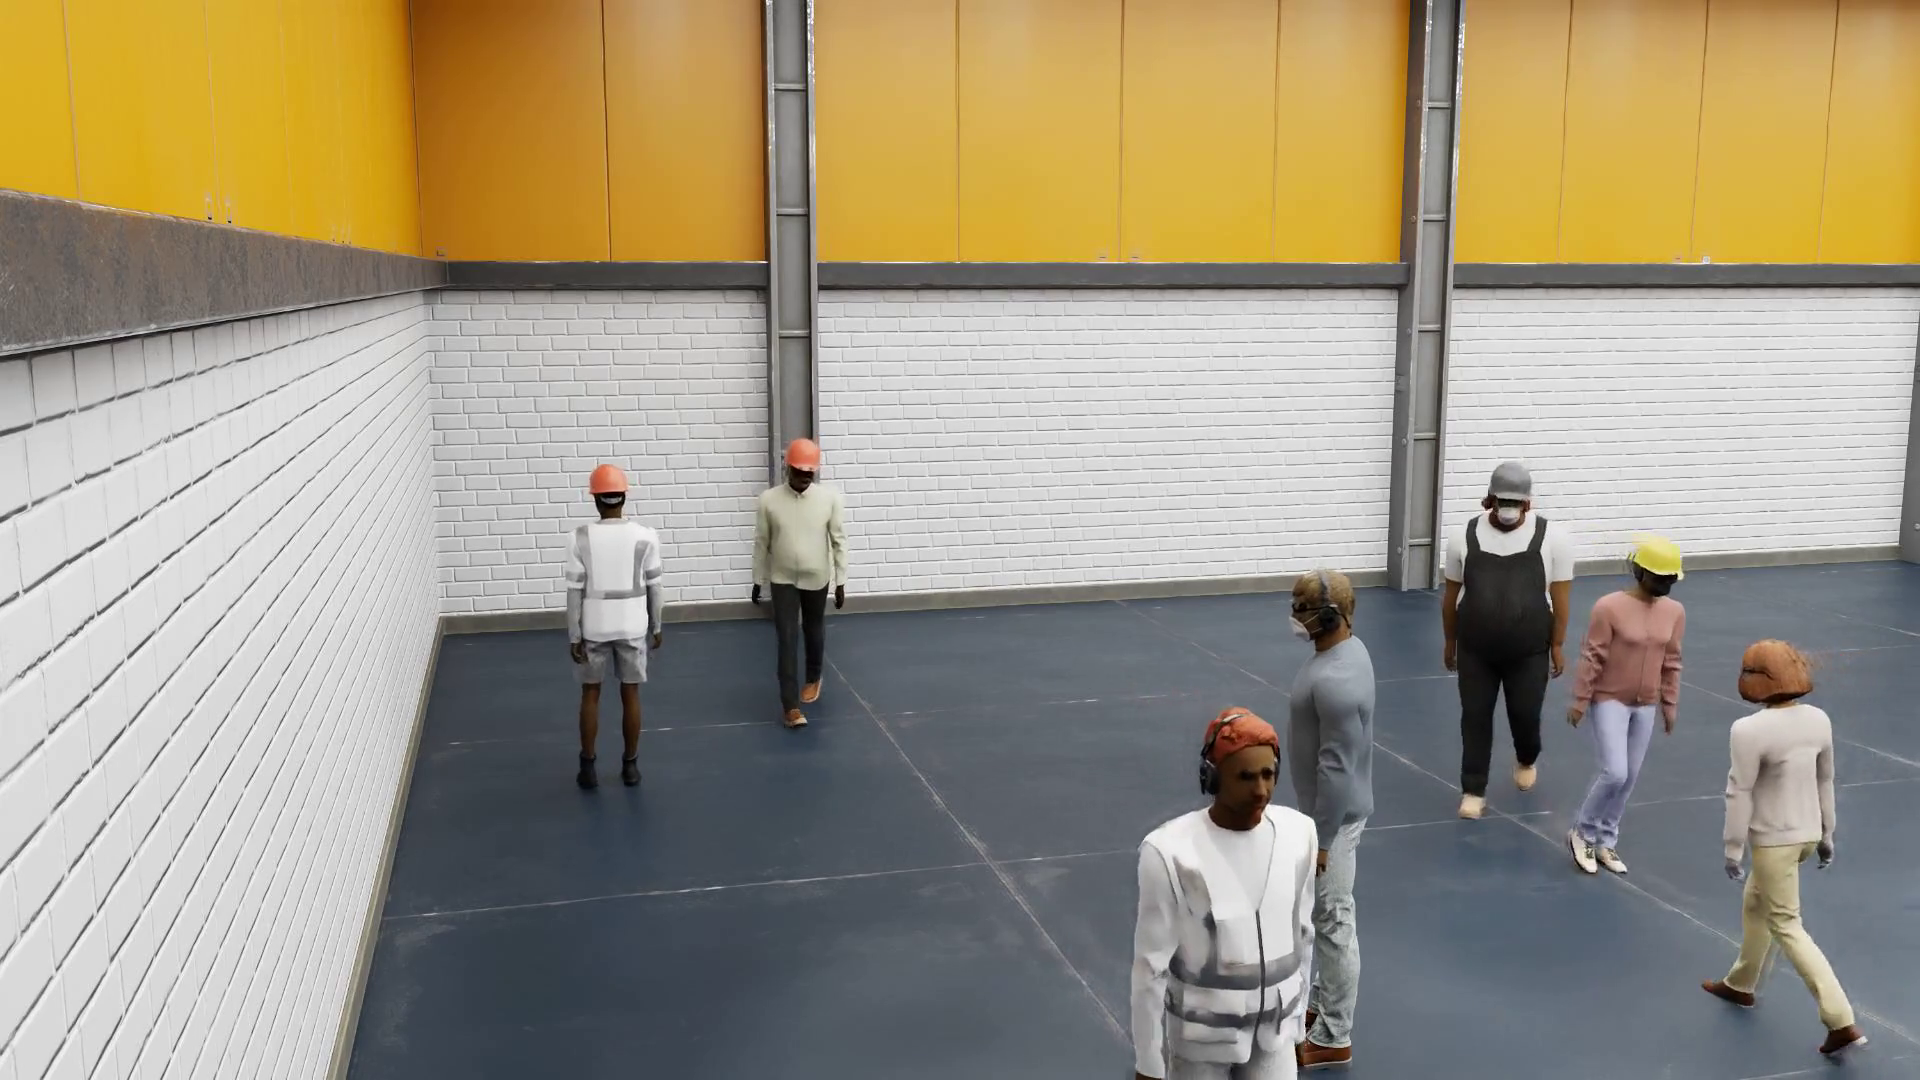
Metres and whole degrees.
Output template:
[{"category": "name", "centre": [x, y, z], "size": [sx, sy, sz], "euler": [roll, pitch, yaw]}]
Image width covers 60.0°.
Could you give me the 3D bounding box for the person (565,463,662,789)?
[{"category": "person", "centre": [-2.031, 0.512, 9.787], "size": [0.560, 1.932, 0.411], "euler": [-2, 9, -13]}]

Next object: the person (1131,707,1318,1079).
[{"category": "person", "centre": [0.722, 1.363, 4.707], "size": [0.585, 1.856, 0.874], "euler": [-3, 10, -21]}]

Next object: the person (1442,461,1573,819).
[{"category": "person", "centre": [3.047, 0.526, 9.336], "size": [0.696, 2.000, 0.677], "euler": [4, 10, 23]}]

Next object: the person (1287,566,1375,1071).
[{"category": "person", "centre": [1.390, 1.055, 6.363], "size": [0.373, 1.937, 0.630], "euler": [2, 9, 12]}]

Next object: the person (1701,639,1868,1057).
[{"category": "person", "centre": [3.289, 1.202, 6.551], "size": [0.509, 1.596, 0.808], "euler": [-4, 10, -26]}]

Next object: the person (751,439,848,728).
[{"category": "person", "centre": [-1.103, 0.254, 11.396], "size": [0.665, 1.939, 1.039], "euler": [-1, 9, -8]}]

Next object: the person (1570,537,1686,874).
[{"category": "person", "centre": [3.363, 0.835, 8.347], "size": [0.559, 1.732, 0.457], "euler": [-2, 9, -15]}]
